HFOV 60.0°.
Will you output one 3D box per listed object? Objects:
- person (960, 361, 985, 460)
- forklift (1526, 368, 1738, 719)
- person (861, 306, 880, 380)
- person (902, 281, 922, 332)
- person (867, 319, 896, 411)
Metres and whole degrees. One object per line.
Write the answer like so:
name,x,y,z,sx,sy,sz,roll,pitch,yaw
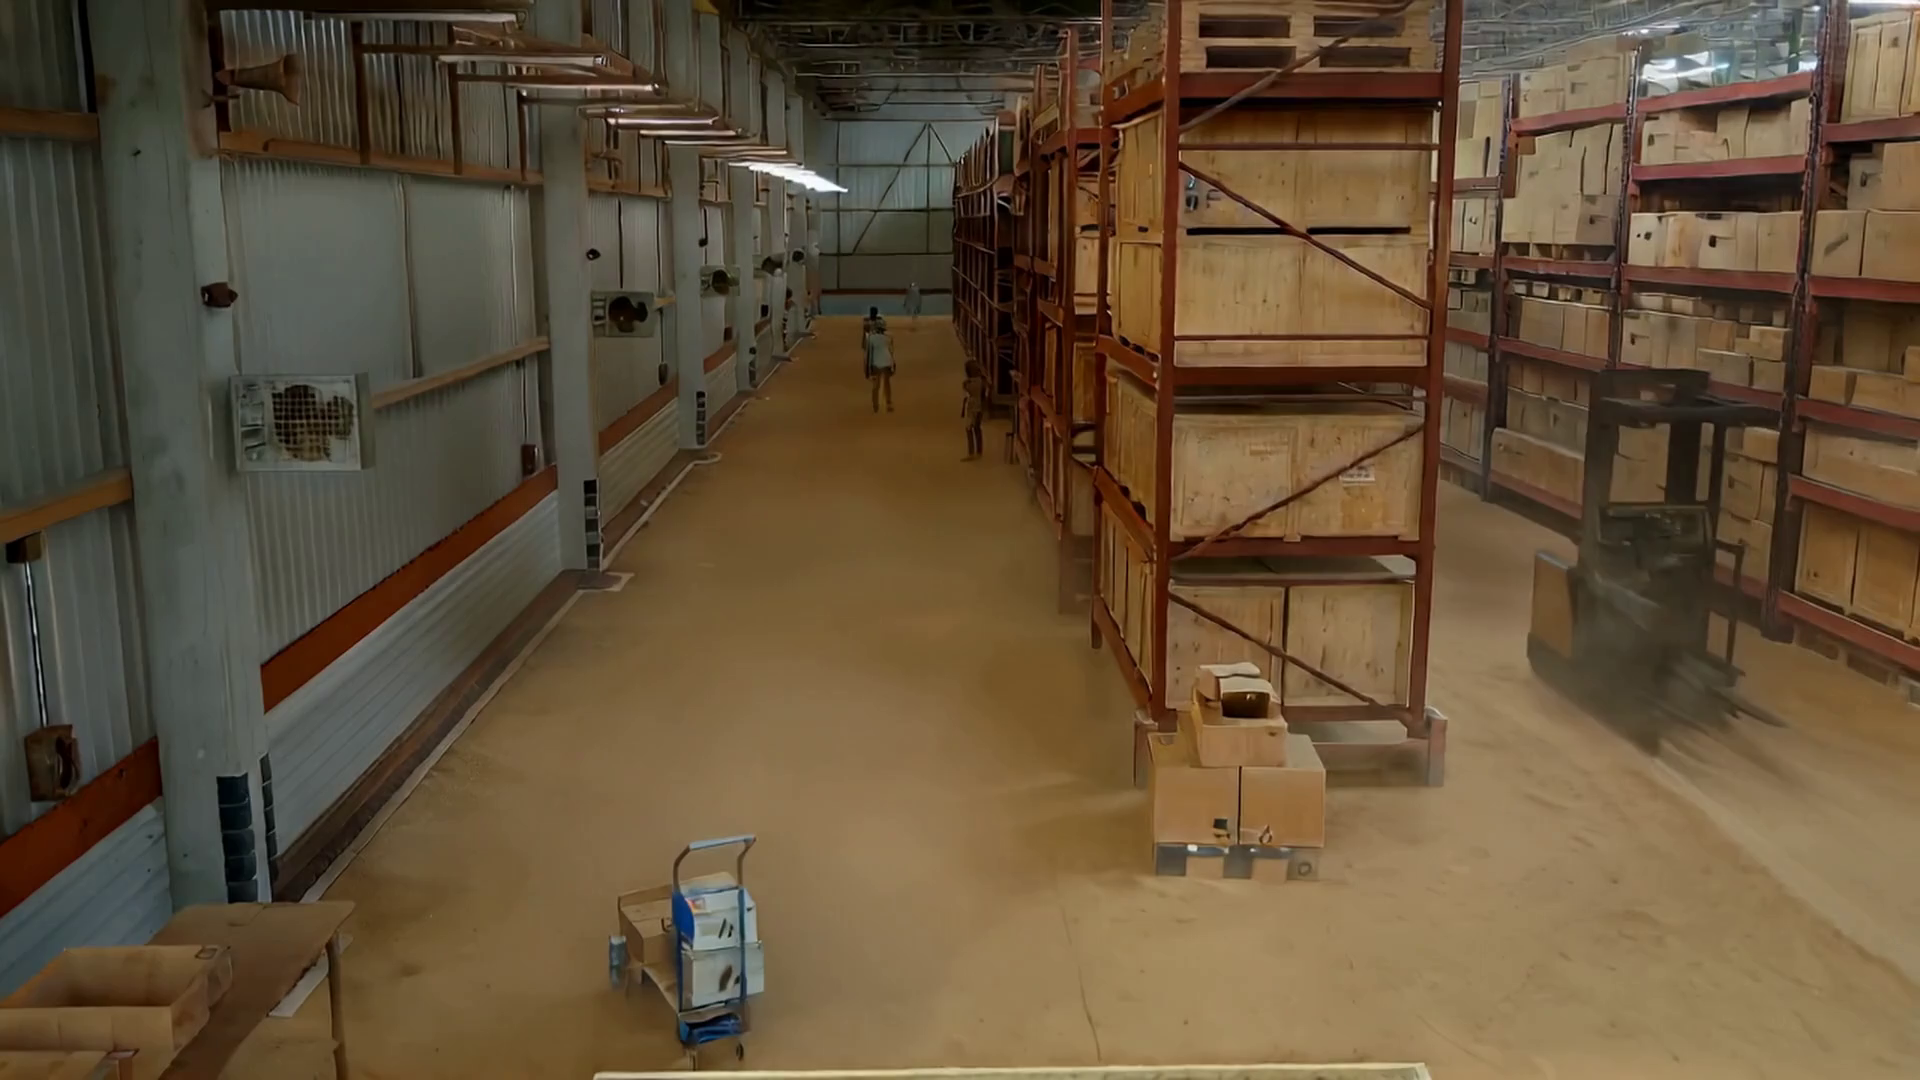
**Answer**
person,0.205,-2.211,28.438,0.318,1.699,0.532,8,14,37
forklift,5.759,-0.070,14.215,1.129,2.768,1.873,0,11,-2
person,-2.252,-5.053,42.688,0.598,1.907,0.405,-2,11,-10
person,-1.780,-8.545,60.988,0.644,1.856,0.972,9,14,39
person,-1.676,-3.754,35.719,0.617,1.986,0.408,-3,11,-15
